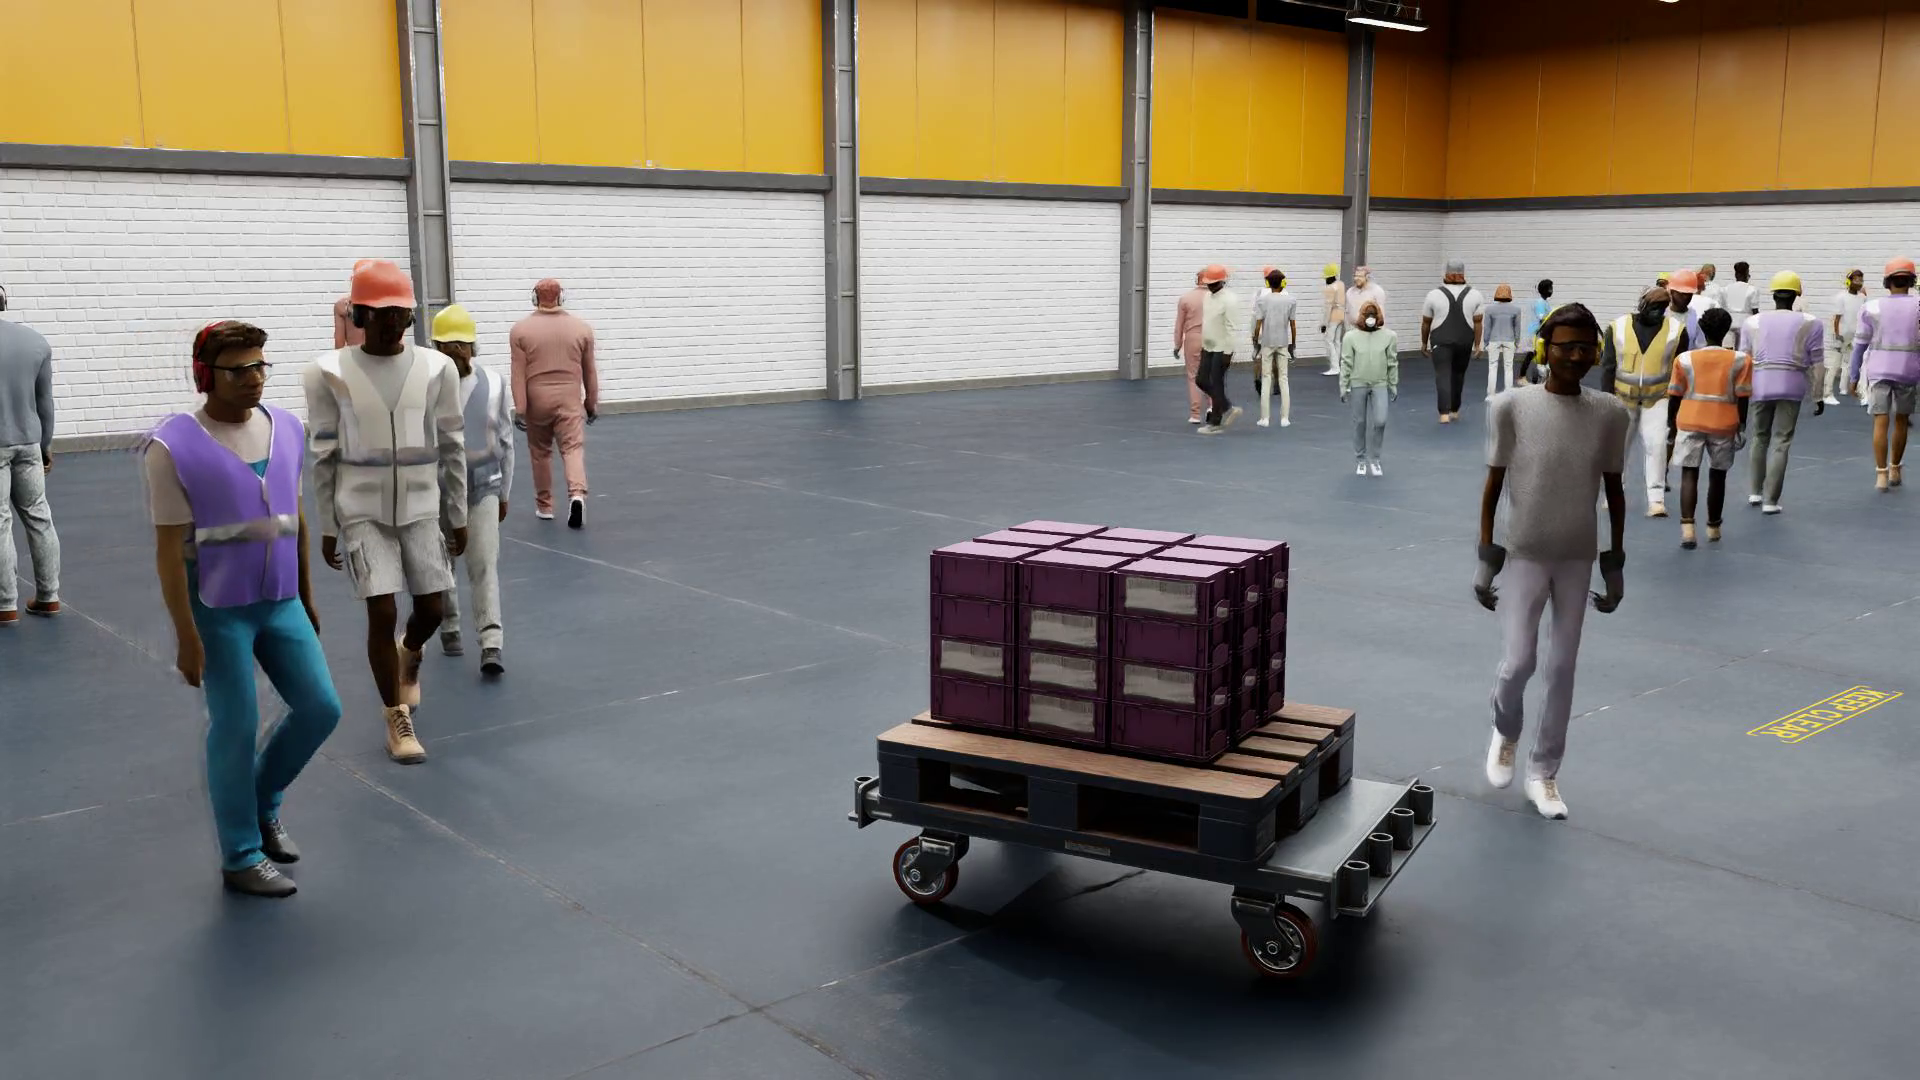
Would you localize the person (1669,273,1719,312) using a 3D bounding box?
[{"bbox_3d":[8.680,-2.264,19.833,0.580,1.817,1.020,1,10,7],"label":"person"}]

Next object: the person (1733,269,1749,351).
[{"bbox_3d":[12.628,-3.498,26.992,0.344,1.847,0.507,-3,10,-18],"label":"person"}]

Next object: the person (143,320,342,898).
[{"bbox_3d":[-2.240,0.225,5.230,0.458,1.826,0.610,4,11,24],"label":"person"}]

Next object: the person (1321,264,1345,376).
[{"bbox_3d":[6.344,-3.708,28.133,0.396,1.882,0.662,7,12,36],"label":"person"}]

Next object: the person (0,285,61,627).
[{"bbox_3d":[-5.259,-0.489,9.109,0.378,1.937,0.629,5,11,29],"label":"person"}]

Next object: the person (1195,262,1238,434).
[{"bbox_3d":[2.917,-2.165,18.869,0.567,1.950,0.690,-4,10,-22],"label":"person"}]

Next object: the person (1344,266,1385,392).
[{"bbox_3d":[6.059,-3.143,24.815,0.674,1.881,0.603,8,13,41],"label":"person"}]

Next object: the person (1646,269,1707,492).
[{"bbox_3d":[6.070,-1.331,14.113,0.539,1.906,0.740,1,10,6],"label":"person"}]

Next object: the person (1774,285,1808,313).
[{"bbox_3d":[13.151,-3.284,26.355,0.507,1.631,0.277,8,13,40],"label":"person"}]

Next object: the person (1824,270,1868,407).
[{"bbox_3d":[12.014,-2.701,22.373,0.562,1.820,0.947,-2,10,-12],"label":"person"}]

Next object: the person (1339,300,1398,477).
[{"bbox_3d":[3.745,-1.378,15.233,0.535,1.612,0.606,2,10,11],"label":"person"}]

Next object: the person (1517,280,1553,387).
[{"bbox_3d":[8.980,-3.143,25.439,0.855,1.650,0.553,6,11,30],"label":"person"}]

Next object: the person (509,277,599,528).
[{"bbox_3d":[-3.039,-1.037,12.509,0.653,1.875,0.900,-4,10,-22],"label":"person"}]

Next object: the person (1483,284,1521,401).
[{"bbox_3d":[7.534,-2.735,23.145,0.499,1.633,0.286,2,10,12],"label":"person"}]

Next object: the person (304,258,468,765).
[{"bbox_3d":[-2.331,-0.132,6.792,0.606,2.024,0.677,-5,11,-29],"label":"person"}]

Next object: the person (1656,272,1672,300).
[{"bbox_3d":[11.273,-3.422,26.778,0.528,1.767,0.329,5,11,29],"label":"person"}]

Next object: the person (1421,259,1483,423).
[{"bbox_3d":[5.995,-2.458,20.327,0.696,2.000,1.012,2,10,9],"label":"person"}]

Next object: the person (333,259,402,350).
[{"bbox_3d":[-5.637,-1.678,15.897,0.614,1.993,0.395,-2,10,-11],"label":"person"}]

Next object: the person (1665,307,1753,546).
[{"bbox_3d":[5.226,-0.788,11.632,0.542,1.674,0.713,5,11,25],"label":"person"}]

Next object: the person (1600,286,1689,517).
[{"bbox_3d":[5.333,-1.073,12.992,0.645,1.791,0.770,5,11,26],"label":"person"}]

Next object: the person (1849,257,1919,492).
[{"bbox_3d":[8.105,-1.442,14.469,0.644,2.005,0.923,5,11,26],"label":"person"}]

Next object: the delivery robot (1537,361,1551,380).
[{"bbox_3d":[9.144,-2.682,25.712,0.477,0.478,0.707,2,10,12],"label":"delivery robot"}]

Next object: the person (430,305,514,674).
[{"bbox_3d":[-2.464,-0.247,8.145,0.587,1.784,0.945,-4,10,-22],"label":"person"}]

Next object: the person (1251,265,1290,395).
[{"bbox_3d":[4.460,-3.008,23.988,0.554,1.905,0.864,4,11,23],"label":"person"}]

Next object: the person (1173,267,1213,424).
[{"bbox_3d":[2.922,-2.350,20.169,0.649,1.887,0.512,-1,10,-7],"label":"person"}]

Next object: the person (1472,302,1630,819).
[{"bbox_3d":[2.144,0.074,6.031,0.544,1.860,0.411,0,10,3],"label":"person"}]

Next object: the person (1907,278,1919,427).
[{"bbox_3d":[11.273,-2.208,19.469,0.404,1.835,0.587,-6,11,-30],"label":"person"}]

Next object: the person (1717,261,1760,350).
[{"bbox_3d":[11.889,-3.267,25.357,0.643,1.938,0.775,7,12,37],"label":"person"}]

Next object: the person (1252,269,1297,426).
[{"bbox_3d":[3.739,-2.276,19.790,0.521,1.863,0.319,1,10,3],"label":"person"}]

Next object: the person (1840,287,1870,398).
[{"bbox_3d":[12.899,-2.851,23.908,0.518,1.603,0.815,4,11,23],"label":"person"}]

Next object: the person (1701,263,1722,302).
[{"bbox_3d":[11.437,-3.314,25.716,0.476,1.916,0.655,-7,12,-35],"label":"person"}]

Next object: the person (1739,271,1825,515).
[{"bbox_3d":[6.516,-1.166,13.194,0.614,1.899,0.771,8,12,38],"label":"person"}]
